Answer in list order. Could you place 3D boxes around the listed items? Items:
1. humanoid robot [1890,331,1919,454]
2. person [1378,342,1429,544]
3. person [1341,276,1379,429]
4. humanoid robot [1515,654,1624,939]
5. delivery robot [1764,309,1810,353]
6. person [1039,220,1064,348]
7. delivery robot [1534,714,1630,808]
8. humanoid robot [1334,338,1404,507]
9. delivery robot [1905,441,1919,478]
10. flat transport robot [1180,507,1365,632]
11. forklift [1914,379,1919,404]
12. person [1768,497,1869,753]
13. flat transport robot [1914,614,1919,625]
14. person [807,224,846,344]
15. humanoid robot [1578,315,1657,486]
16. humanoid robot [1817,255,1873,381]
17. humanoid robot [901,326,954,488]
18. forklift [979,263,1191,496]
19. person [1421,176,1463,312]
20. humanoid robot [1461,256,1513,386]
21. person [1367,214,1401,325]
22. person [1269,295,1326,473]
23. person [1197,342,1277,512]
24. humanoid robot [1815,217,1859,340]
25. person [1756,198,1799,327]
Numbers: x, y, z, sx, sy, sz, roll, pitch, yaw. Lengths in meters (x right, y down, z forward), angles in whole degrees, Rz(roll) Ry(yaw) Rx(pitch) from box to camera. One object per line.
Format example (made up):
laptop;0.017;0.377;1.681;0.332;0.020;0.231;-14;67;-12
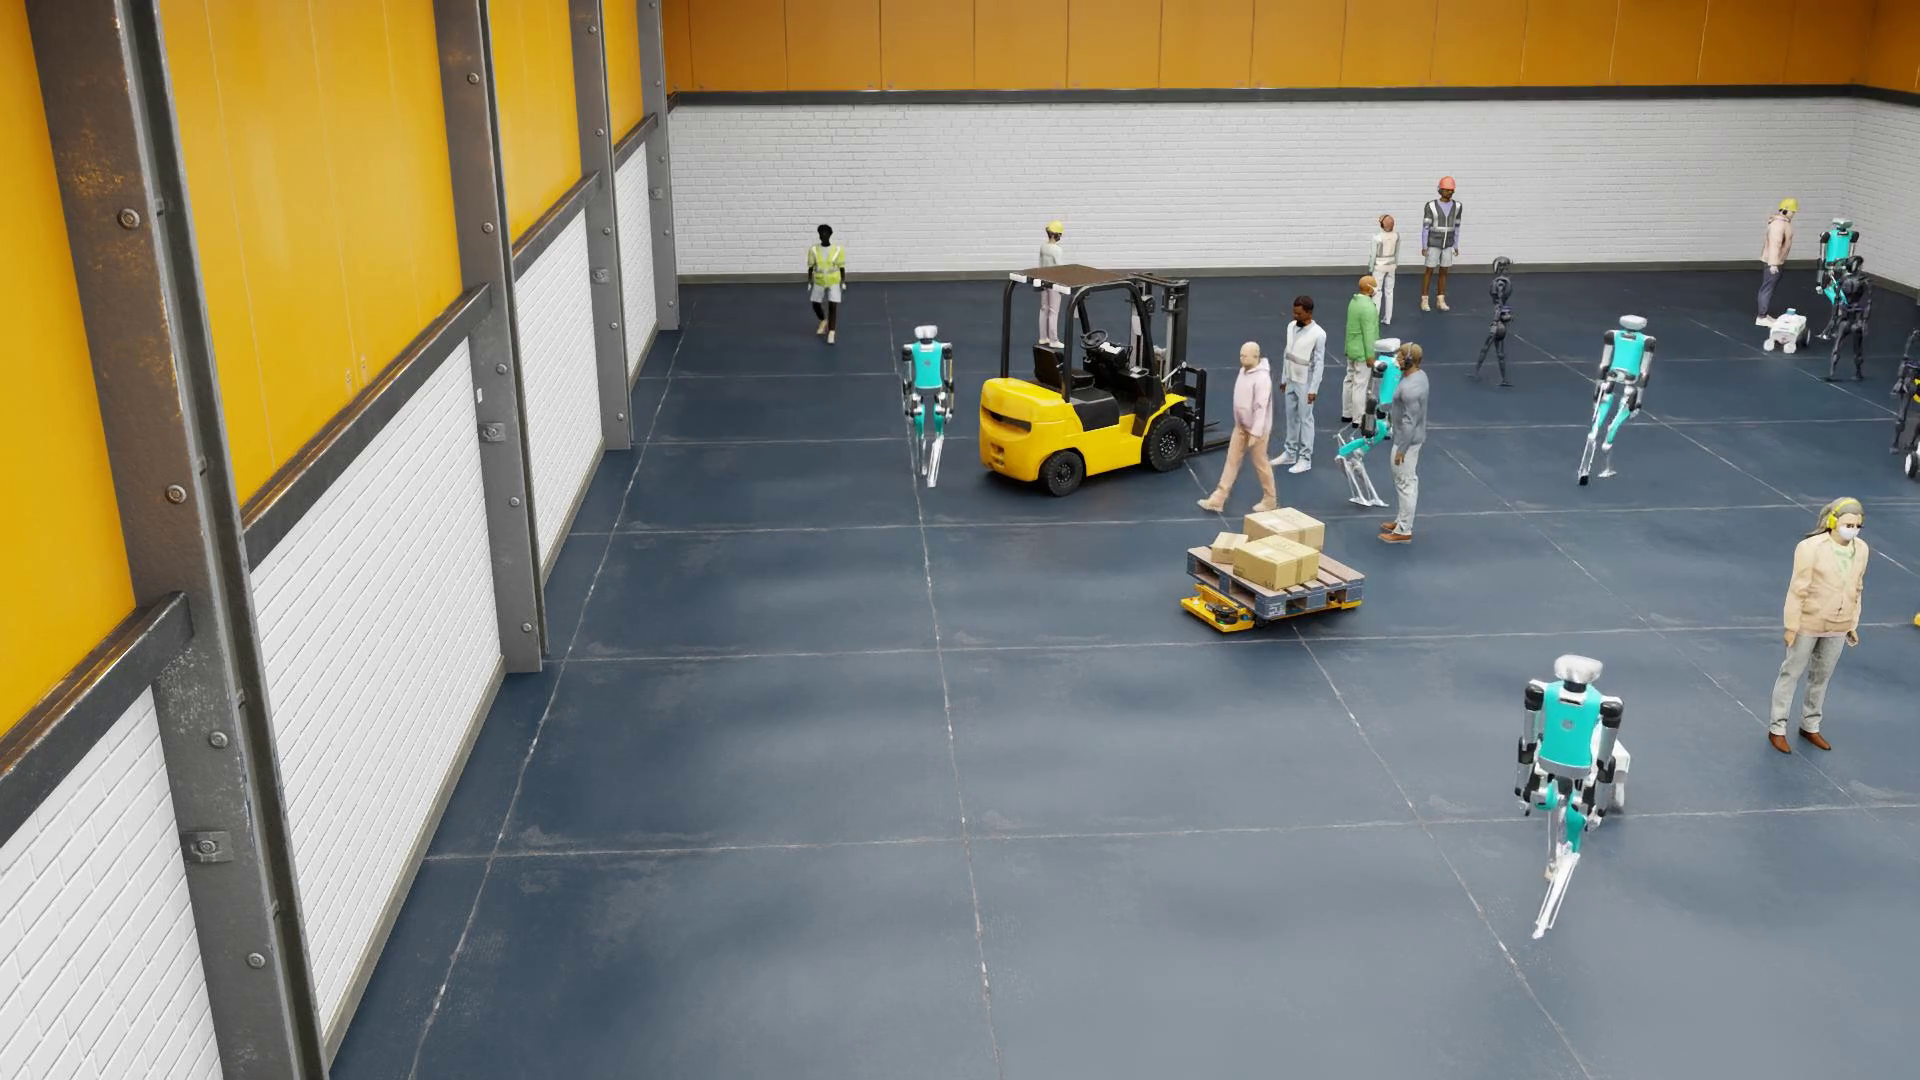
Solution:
humanoid robot;10.638;-1.773;18.424;0.589;1.647;0.346;0;20;-1
person;4.209;-0.918;15.707;0.363;1.938;0.630;8;21;20
person;4.683;-2.192;19.405;0.383;1.784;0.536;-4;21;-10
humanoid robot;3.593;1.392;9.770;0.530;1.777;1.008;12;23;29
delivery robot;11.544;-2.926;23.185;0.505;0.595;0.766;13;24;32
person;1.294;-3.559;23.156;0.318;1.765;0.522;-12;23;-29
delivery robot;4.252;1.435;11.292;0.499;0.587;0.789;0;20;0
humanoid robot;4.035;-1.183;16.649;0.676;1.753;0.546;17;26;39
delivery robot;10.288;-0.825;17.439;0.499;0.580;0.769;6;21;16
flat transport robot;2.679;0.492;14.286;1.431;0.231;0.659;-9;22;-24
forklift;12.602;-2.435;19.475;2.313;2.155;1.214;-1;20;-4
person;6.047;0.584;11.709;0.554;1.875;0.404;-2;20;-7
flat transport robot;8.629;0.787;13.483;0.659;0.231;1.431;-11;23;-27
person;-1.876;-3.628;23.450;0.551;1.678;0.560;1;20;4
humanoid robot;6.745;-1.402;17.385;0.953;1.800;0.540;-17;26;-39
humanoid robot;11.466;-2.830;21.367;0.734;1.620;0.622;-7;21;-18
humanoid robot;-0.333;-1.374;17.395;0.545;1.888;0.780;-1;20;-2
forklift;1.315;-1.764;17.646;2.313;2.155;1.214;-14;24;-33
person;7.323;-4.505;25.327;0.606;2.048;0.366;-3;20;-8
humanoid robot;6.784;-2.784;21.197;0.686;1.637;0.611;6;21;16
person;6.207;-3.954;24.401;0.514;1.644;0.306;-8;22;-21
person;3.656;-1.682;17.826;0.393;1.915;0.589;-10;22;-25
person;2.839;-1.099;16.495;0.844;1.741;0.567;-8;22;-20
humanoid robot;12.250;-3.595;23.092;0.533;1.681;0.735;-1;20;-4
person;11.981;-4.091;24.464;0.422;1.860;0.808;11;23;28
